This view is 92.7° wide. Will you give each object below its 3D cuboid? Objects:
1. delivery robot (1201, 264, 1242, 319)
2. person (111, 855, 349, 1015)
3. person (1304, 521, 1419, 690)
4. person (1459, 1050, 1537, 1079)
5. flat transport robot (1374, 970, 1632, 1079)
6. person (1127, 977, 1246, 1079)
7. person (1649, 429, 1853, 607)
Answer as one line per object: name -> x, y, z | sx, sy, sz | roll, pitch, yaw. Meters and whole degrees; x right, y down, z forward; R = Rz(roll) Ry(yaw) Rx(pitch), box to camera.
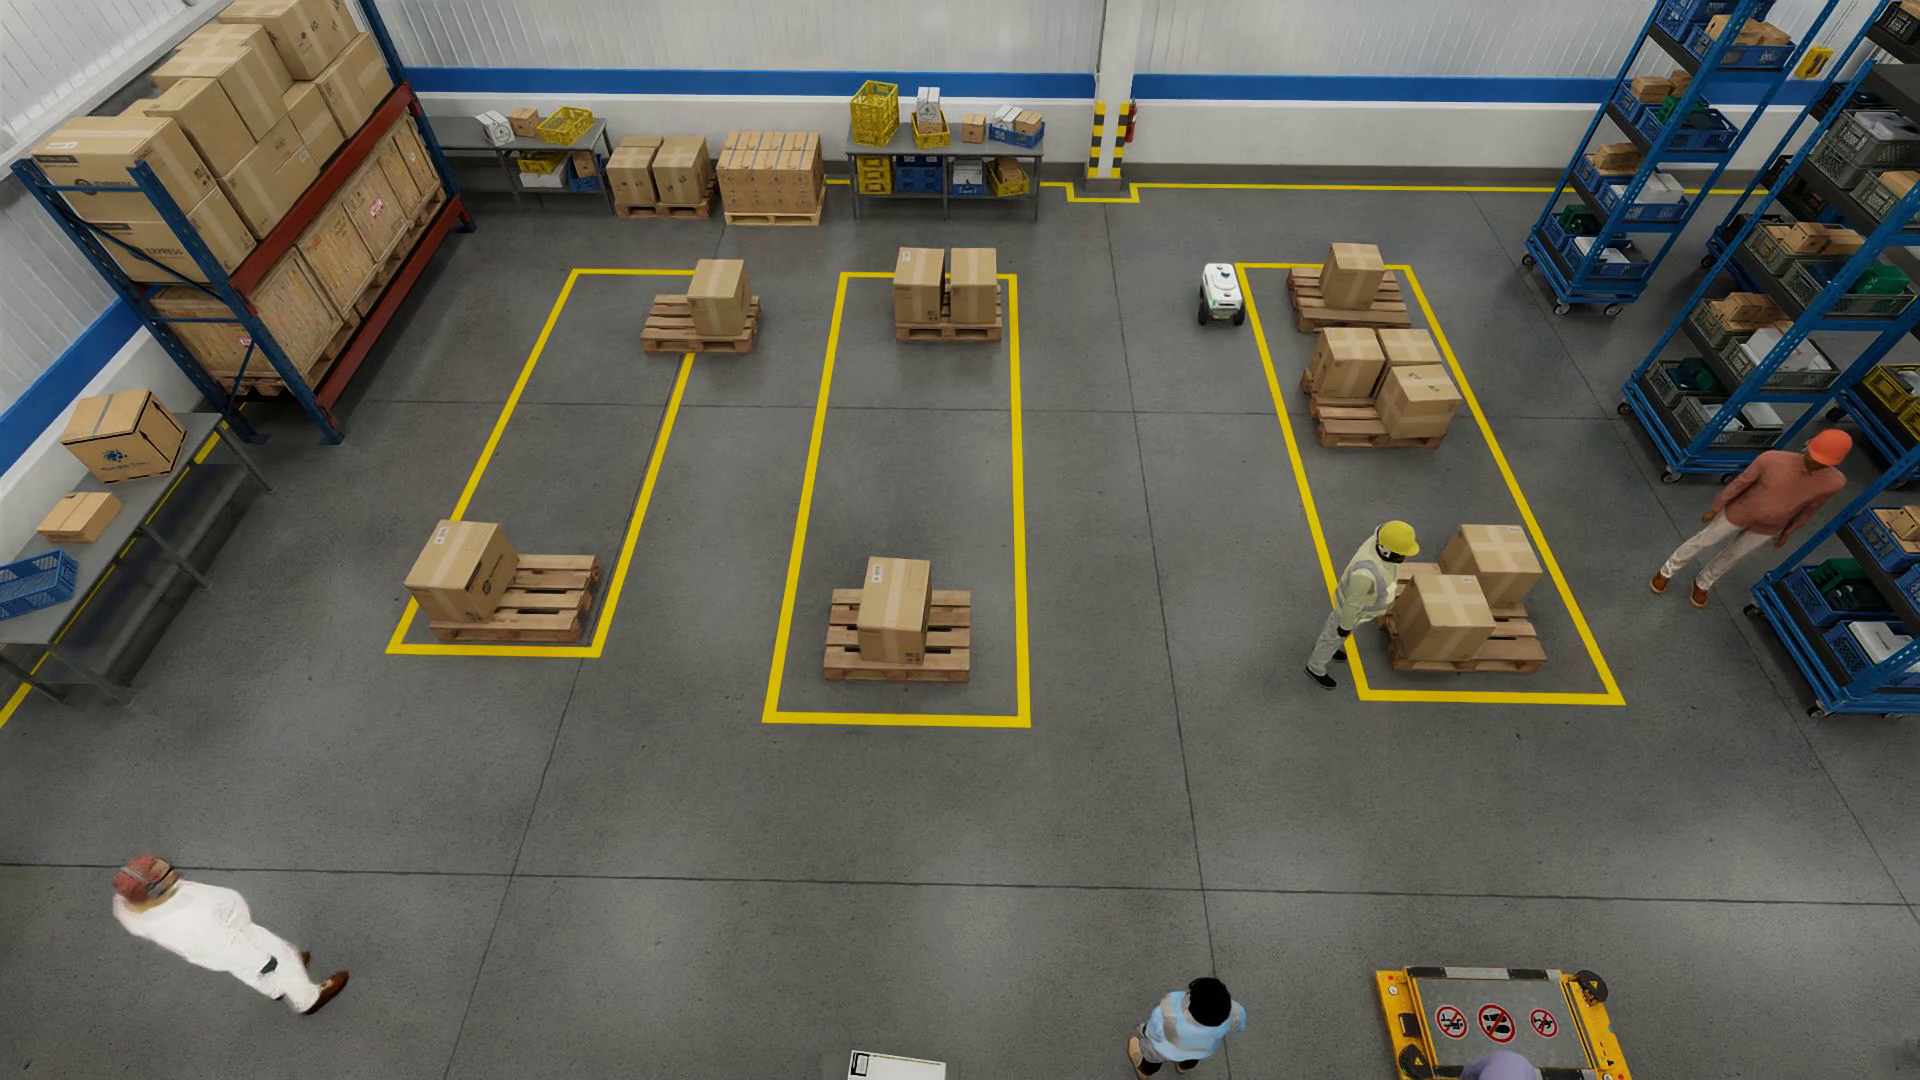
delivery robot -> 3.029, -2.913, 10.602 | 0.477, 0.478, 0.707 | 1, 51, 1
person -> -4.394, 2.368, 5.502 | 0.660, 1.893, 0.398 | 13, 52, 10
person -> 3.083, 0.481, 7.075 | 0.403, 1.833, 0.586 | 27, 56, 21
person -> 2.678, 3.144, 4.837 | 0.359, 1.938, 0.632 | 17, 53, 14
flat transport robot -> 3.501, 3.133, 5.914 | 1.431, 0.197, 0.652 | 1, 51, 1
person -> 1.278, 2.816, 5.257 | 0.535, 1.699, 0.318 | -4, 51, -3
person -> 6.490, -0.165, 7.499 | 0.619, 1.992, 0.396 | 23, 55, 18
